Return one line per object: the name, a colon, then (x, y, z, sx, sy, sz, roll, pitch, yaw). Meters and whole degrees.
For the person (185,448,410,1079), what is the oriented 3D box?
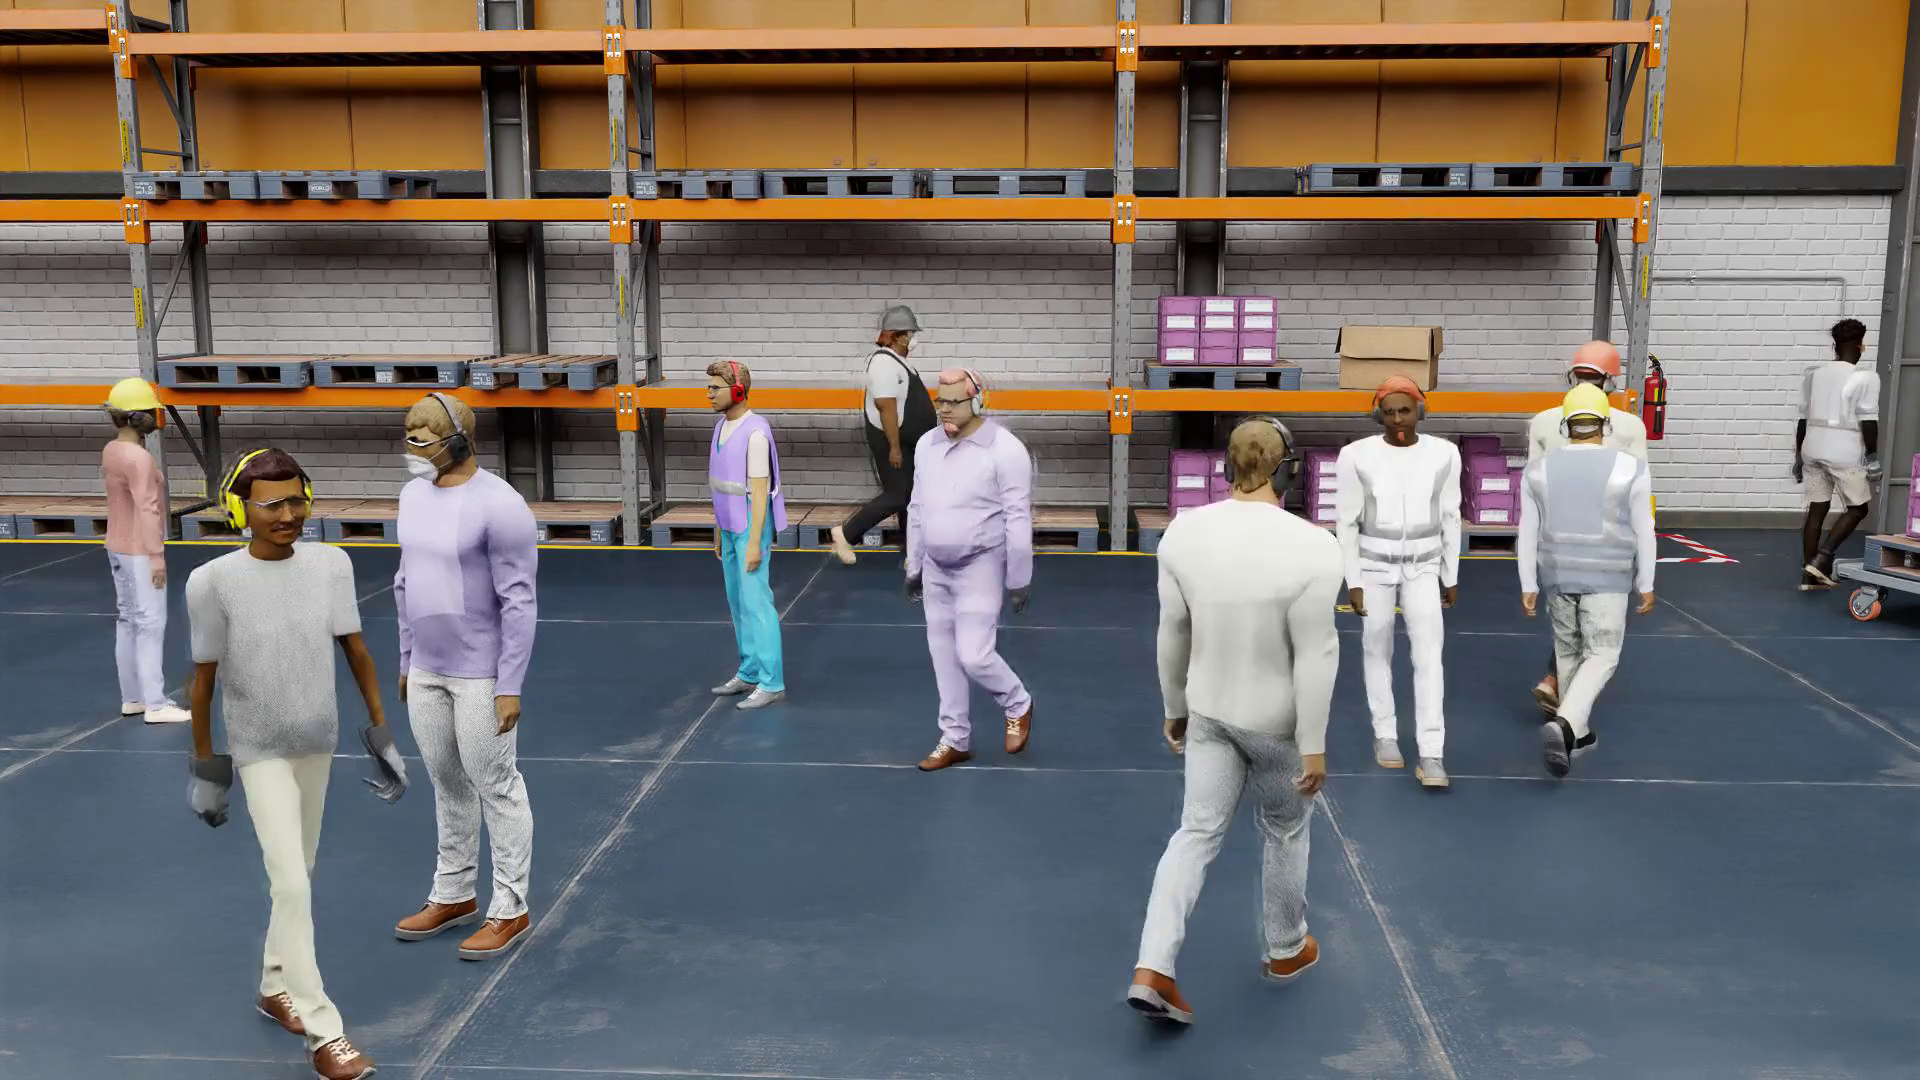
person: (-1.892, 0.650, 4.866, 0.907, 1.835, 0.515, 7, 12, 37)

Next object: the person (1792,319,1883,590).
person: (6.218, -0.591, 11.801, 0.444, 1.938, 0.635, -4, 10, -20)

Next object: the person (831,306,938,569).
person: (-0.533, -0.764, 12.510, 0.747, 2.000, 0.693, 2, 10, 10)

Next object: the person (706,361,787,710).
person: (-1.136, -0.033, 8.839, 0.386, 1.838, 0.564, -6, 11, -29)

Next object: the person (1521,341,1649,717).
person: (3.240, -0.059, 8.685, 0.638, 1.954, 0.990, 8, 12, 38)

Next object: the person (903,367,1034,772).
person: (0.048, 0.133, 7.714, 0.640, 1.886, 0.504, 9, 13, 42)

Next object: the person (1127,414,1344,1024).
person: (0.860, 0.558, 5.193, 0.642, 1.907, 0.952, 7, 12, 37)

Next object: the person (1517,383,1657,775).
person: (2.863, 0.180, 7.689, 0.595, 1.800, 0.772, 8, 12, 38)

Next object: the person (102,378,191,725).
person: (-4.177, 0.057, 8.501, 0.553, 1.764, 0.329, 9, 13, 43)

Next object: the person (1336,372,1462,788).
person: (1.991, 0.184, 7.496, 0.584, 1.852, 0.850, 1, 10, 5)

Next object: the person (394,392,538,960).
person: (-1.699, 0.457, 5.679, 0.627, 1.934, 0.370, 7, 12, 34)
